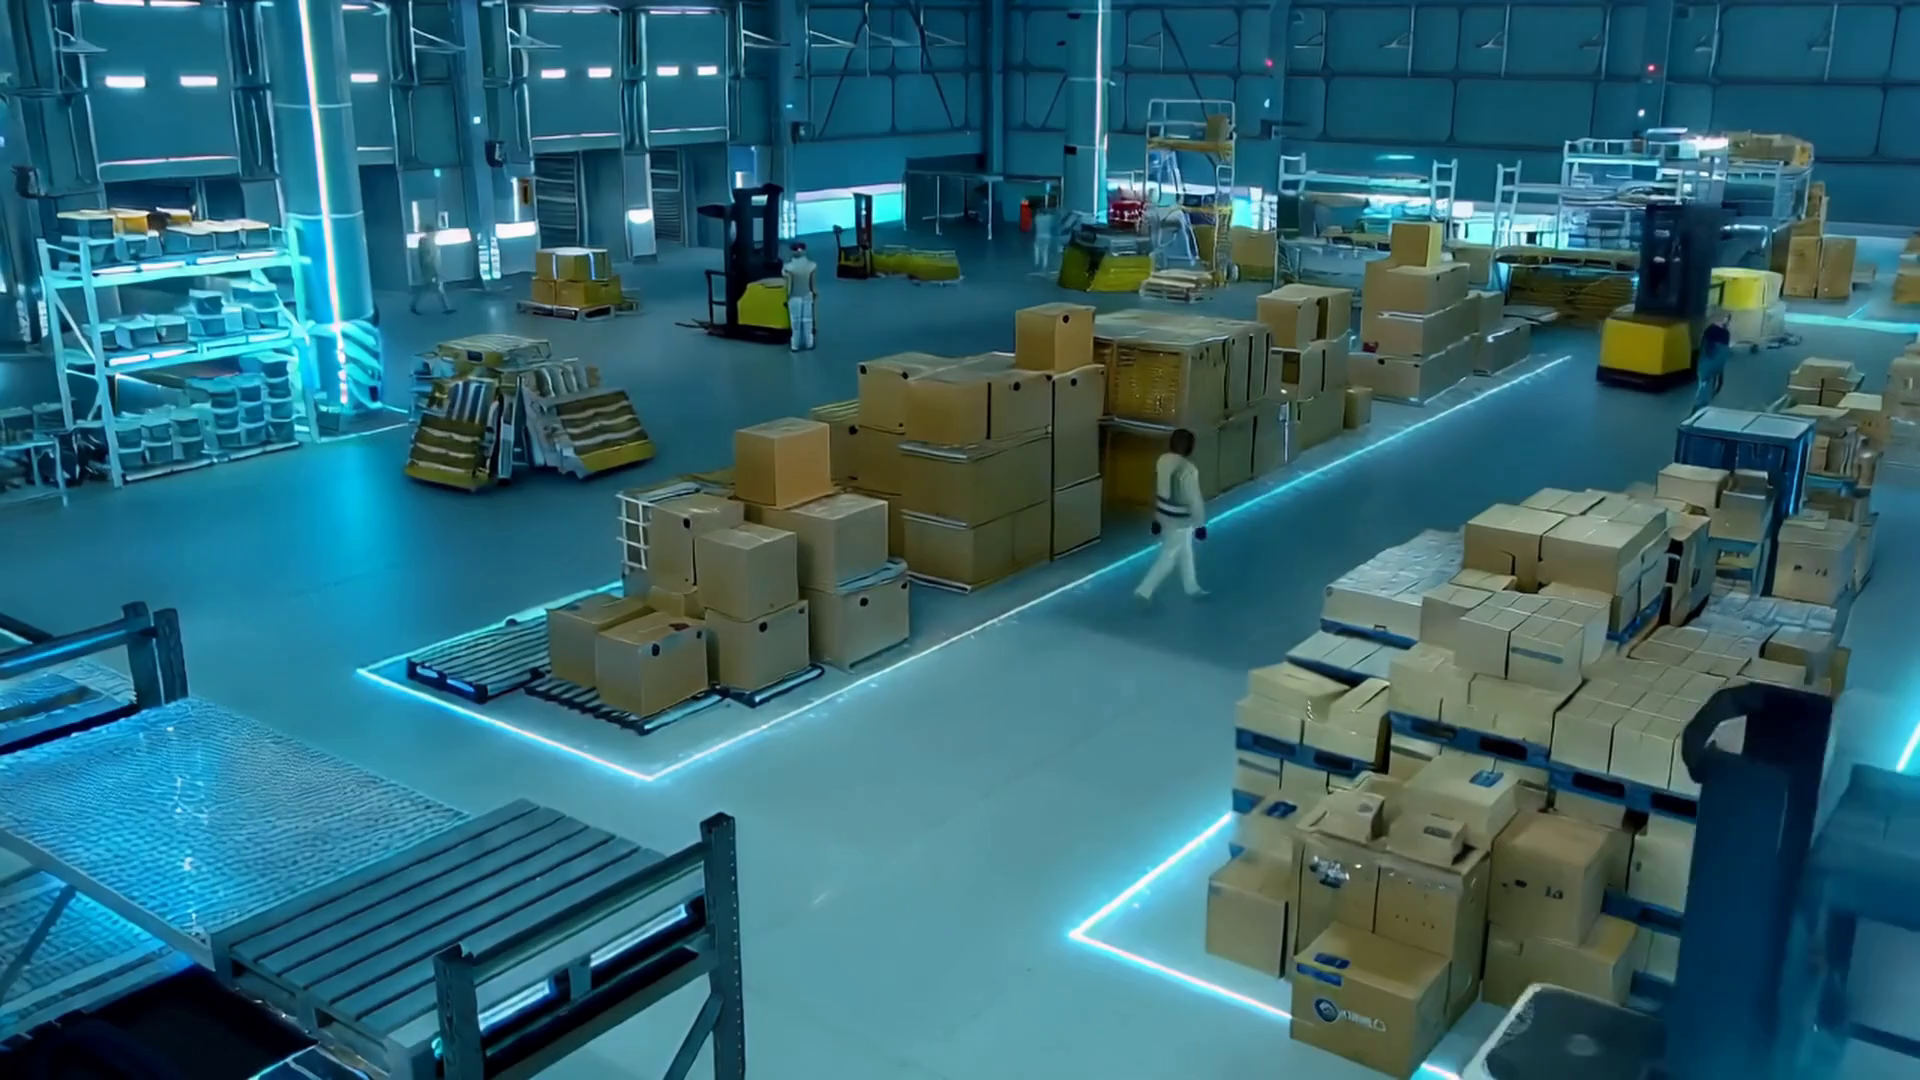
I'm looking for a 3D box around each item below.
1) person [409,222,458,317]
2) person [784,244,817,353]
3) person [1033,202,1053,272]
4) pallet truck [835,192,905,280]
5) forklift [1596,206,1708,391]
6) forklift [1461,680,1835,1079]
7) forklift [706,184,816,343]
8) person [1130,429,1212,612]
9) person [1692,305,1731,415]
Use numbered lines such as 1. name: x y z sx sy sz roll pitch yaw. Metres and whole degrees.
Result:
1. person: -10.725 -5.449 33.517 0.953 1.889 0.605 -15 22 -40
2. person: -2.844 -4.309 29.674 0.636 1.929 0.385 -9 19 -28
3. person: 1.983 -7.251 39.813 0.523 1.677 0.441 10 19 29
4. pallet truck: -1.936 -7.159 38.982 1.885 1.965 0.823 -12 21 -34
5. forklift: 11.355 -3.937 26.810 1.873 2.768 1.129 -13 21 -36
6. forklift: 3.205 2.043 7.010 1.873 2.768 1.129 12 21 35
7. forklift: -3.717 -5.181 30.929 1.873 2.768 1.129 12 21 35
8. person: 2.076 -0.197 16.269 0.942 1.809 0.617 -6 18 -19
9. person: 10.361 -2.273 22.904 0.373 1.940 0.628 15 22 40
